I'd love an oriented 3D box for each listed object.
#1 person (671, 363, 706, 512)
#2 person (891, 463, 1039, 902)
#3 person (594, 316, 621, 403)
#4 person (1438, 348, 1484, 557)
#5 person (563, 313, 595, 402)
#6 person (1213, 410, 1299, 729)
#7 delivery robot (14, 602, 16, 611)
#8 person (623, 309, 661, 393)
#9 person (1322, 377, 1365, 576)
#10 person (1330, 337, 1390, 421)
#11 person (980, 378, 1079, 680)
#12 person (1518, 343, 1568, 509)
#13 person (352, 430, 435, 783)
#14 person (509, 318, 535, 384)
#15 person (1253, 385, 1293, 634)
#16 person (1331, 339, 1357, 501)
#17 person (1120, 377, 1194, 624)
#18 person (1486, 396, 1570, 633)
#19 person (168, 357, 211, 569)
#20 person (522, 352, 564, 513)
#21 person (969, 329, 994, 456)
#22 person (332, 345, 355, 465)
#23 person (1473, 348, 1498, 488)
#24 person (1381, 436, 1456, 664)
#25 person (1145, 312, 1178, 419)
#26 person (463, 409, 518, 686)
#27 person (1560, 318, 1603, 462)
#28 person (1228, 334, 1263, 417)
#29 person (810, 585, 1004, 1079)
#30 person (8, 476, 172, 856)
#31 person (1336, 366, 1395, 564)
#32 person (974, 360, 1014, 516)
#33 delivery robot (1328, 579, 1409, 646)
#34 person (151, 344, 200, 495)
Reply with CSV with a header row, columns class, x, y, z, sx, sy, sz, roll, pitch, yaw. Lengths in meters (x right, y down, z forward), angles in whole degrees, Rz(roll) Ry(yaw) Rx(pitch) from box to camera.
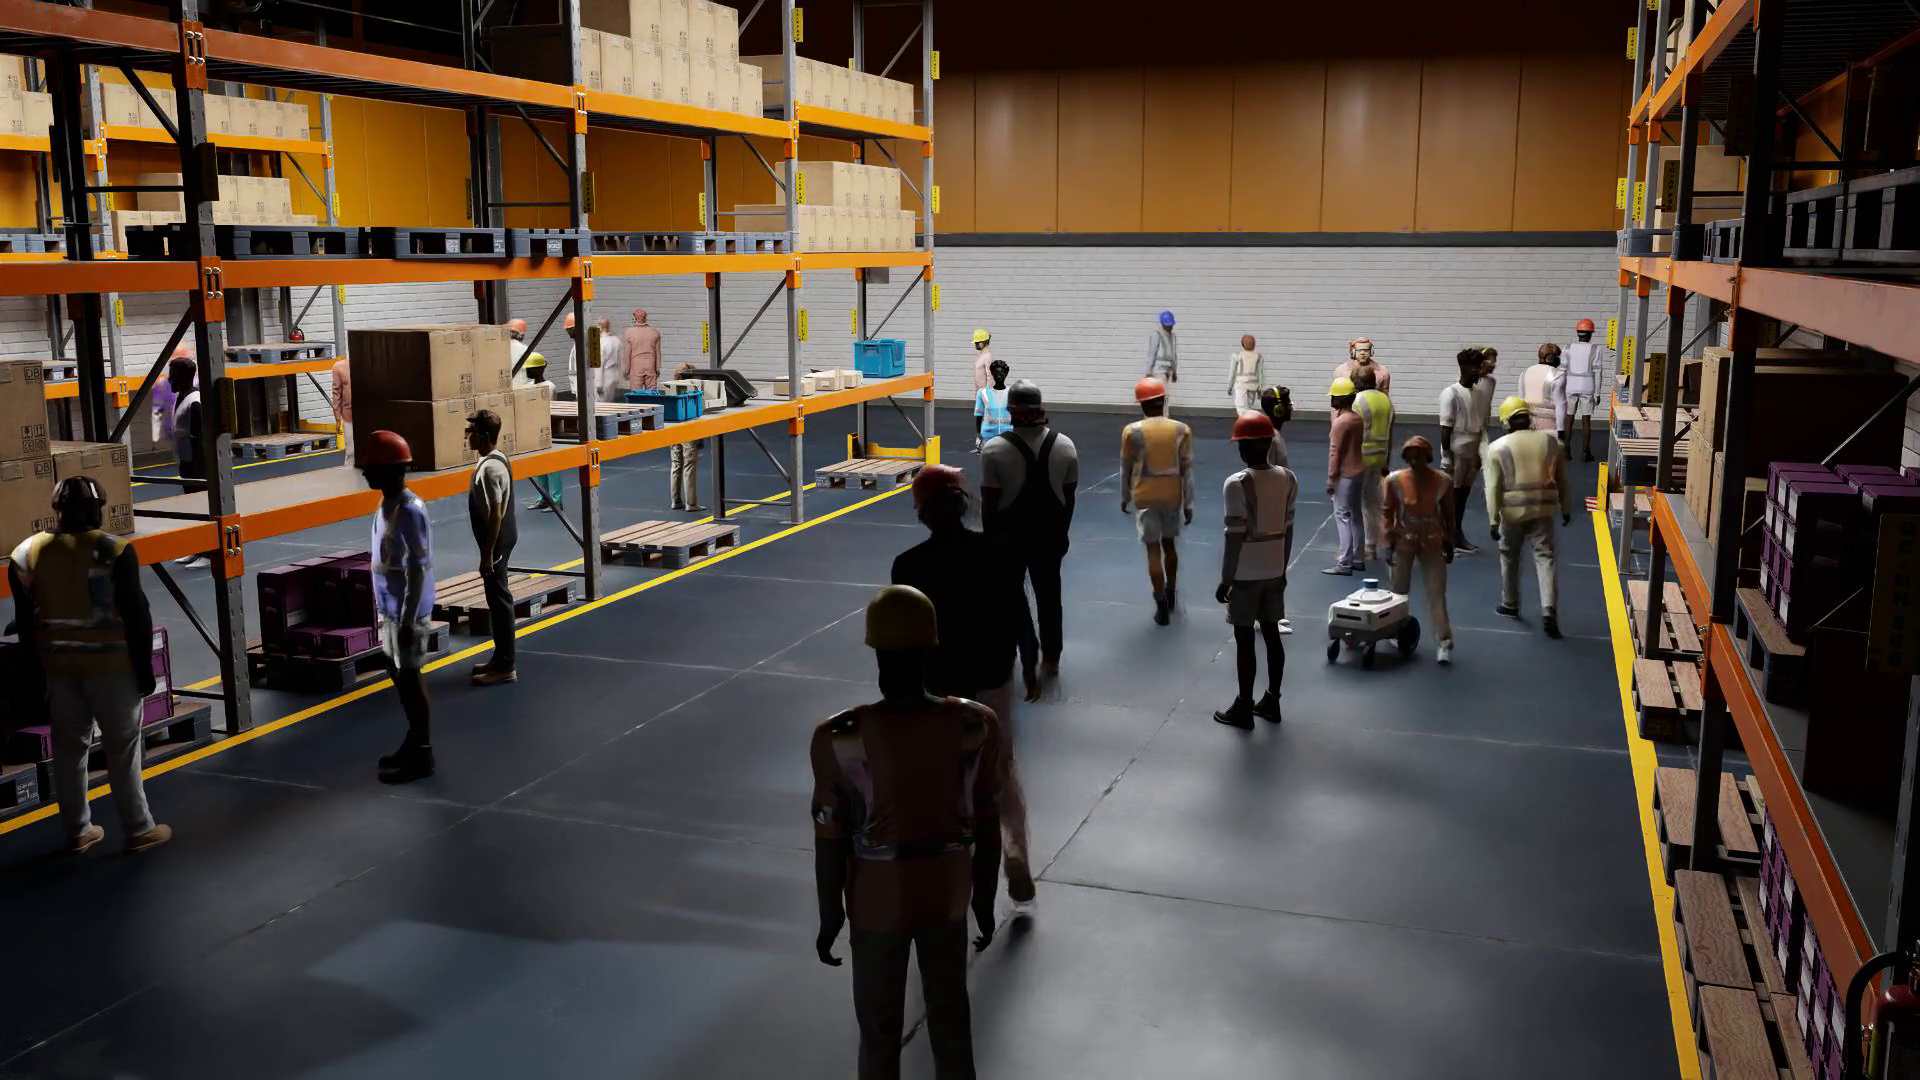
class,x,y,z,sx,sy,sz,roll,pitch,yaw
person,-3.029,-1.128,18.328,0.511,1.633,0.313,8,13,39
person,0.065,0.646,7.455,0.701,1.945,0.842,-3,11,-17
person,-5.148,-2.324,24.341,0.616,1.889,0.649,3,11,18
person,4.740,-0.829,15.704,0.613,1.961,0.368,-9,14,-42
person,-5.019,-1.974,21.954,0.392,2.034,0.605,-2,10,-9
person,1.778,0.178,10.111,0.542,1.936,0.362,-7,12,-33
delivery robot,-6.451,0.483,12.016,0.477,0.478,0.707,2,10,13
person,-5.104,-2.744,26.653,0.639,1.908,0.409,-6,12,-32
person,3.414,-0.568,14.829,0.366,1.758,0.529,7,12,36
person,4.440,-1.293,18.481,0.641,1.909,0.409,1,10,8
person,0.426,-0.078,11.259,0.684,2.000,0.538,-3,11,-18
person,6.498,-1.264,18.511,0.430,1.840,0.623,-5,11,-27
person,-3.079,0.365,9.094,0.399,1.930,0.564,-6,12,-32
person,-6.043,-2.021,22.497,0.615,1.943,1.021,4,11,23
person,2.375,-0.233,12.599,0.328,1.877,0.515,1,10,8
person,4.492,-1.340,18.801,0.356,1.887,0.573,-6,12,-29
person,1.516,-0.329,13.081,0.547,1.891,0.882,-2,10,-9
person,4.371,-0.201,12.705,0.683,1.779,0.871,0,10,1
person,-6.960,-0.702,15.117,0.392,1.919,0.588,-8,13,-38
person,-4.609,-1.179,18.267,0.529,1.761,0.340,8,13,40
person,0.316,-2.052,23.172,0.320,1.762,0.522,-3,11,-17
person,-6.726,-1.372,18.701,0.609,1.986,0.393,-4,11,-23
person,5.657,-1.182,18.135,0.528,1.804,1.026,-4,11,-20
person,3.250,0.046,11.826,0.534,1.596,0.777,1,10,7
person,3.168,-2.636,26.110,0.701,1.897,0.651,7,12,36
person,-3.135,0.046,11.115,0.345,1.846,0.506,-2,10,-13
person,8.409,-2.027,22.531,0.550,1.933,0.375,7,12,33
person,4.282,-2.259,24.768,0.507,1.606,0.787,-2,10,-14
person,-0.161,1.084,5.027,0.587,1.930,0.360,-3,11,-17
person,-4.155,0.609,7.974,0.619,1.837,0.430,0,10,3
person,3.725,-0.679,15.276,0.751,1.824,0.519,-8,13,-38
person,0.417,-1.095,17.954,0.532,1.697,0.320,0,10,-2
delivery robot,2.904,0.519,11.802,0.477,0.478,0.707,8,12,37
person,-8.183,-1.100,17.426,0.574,1.888,0.962,0,10,-1
